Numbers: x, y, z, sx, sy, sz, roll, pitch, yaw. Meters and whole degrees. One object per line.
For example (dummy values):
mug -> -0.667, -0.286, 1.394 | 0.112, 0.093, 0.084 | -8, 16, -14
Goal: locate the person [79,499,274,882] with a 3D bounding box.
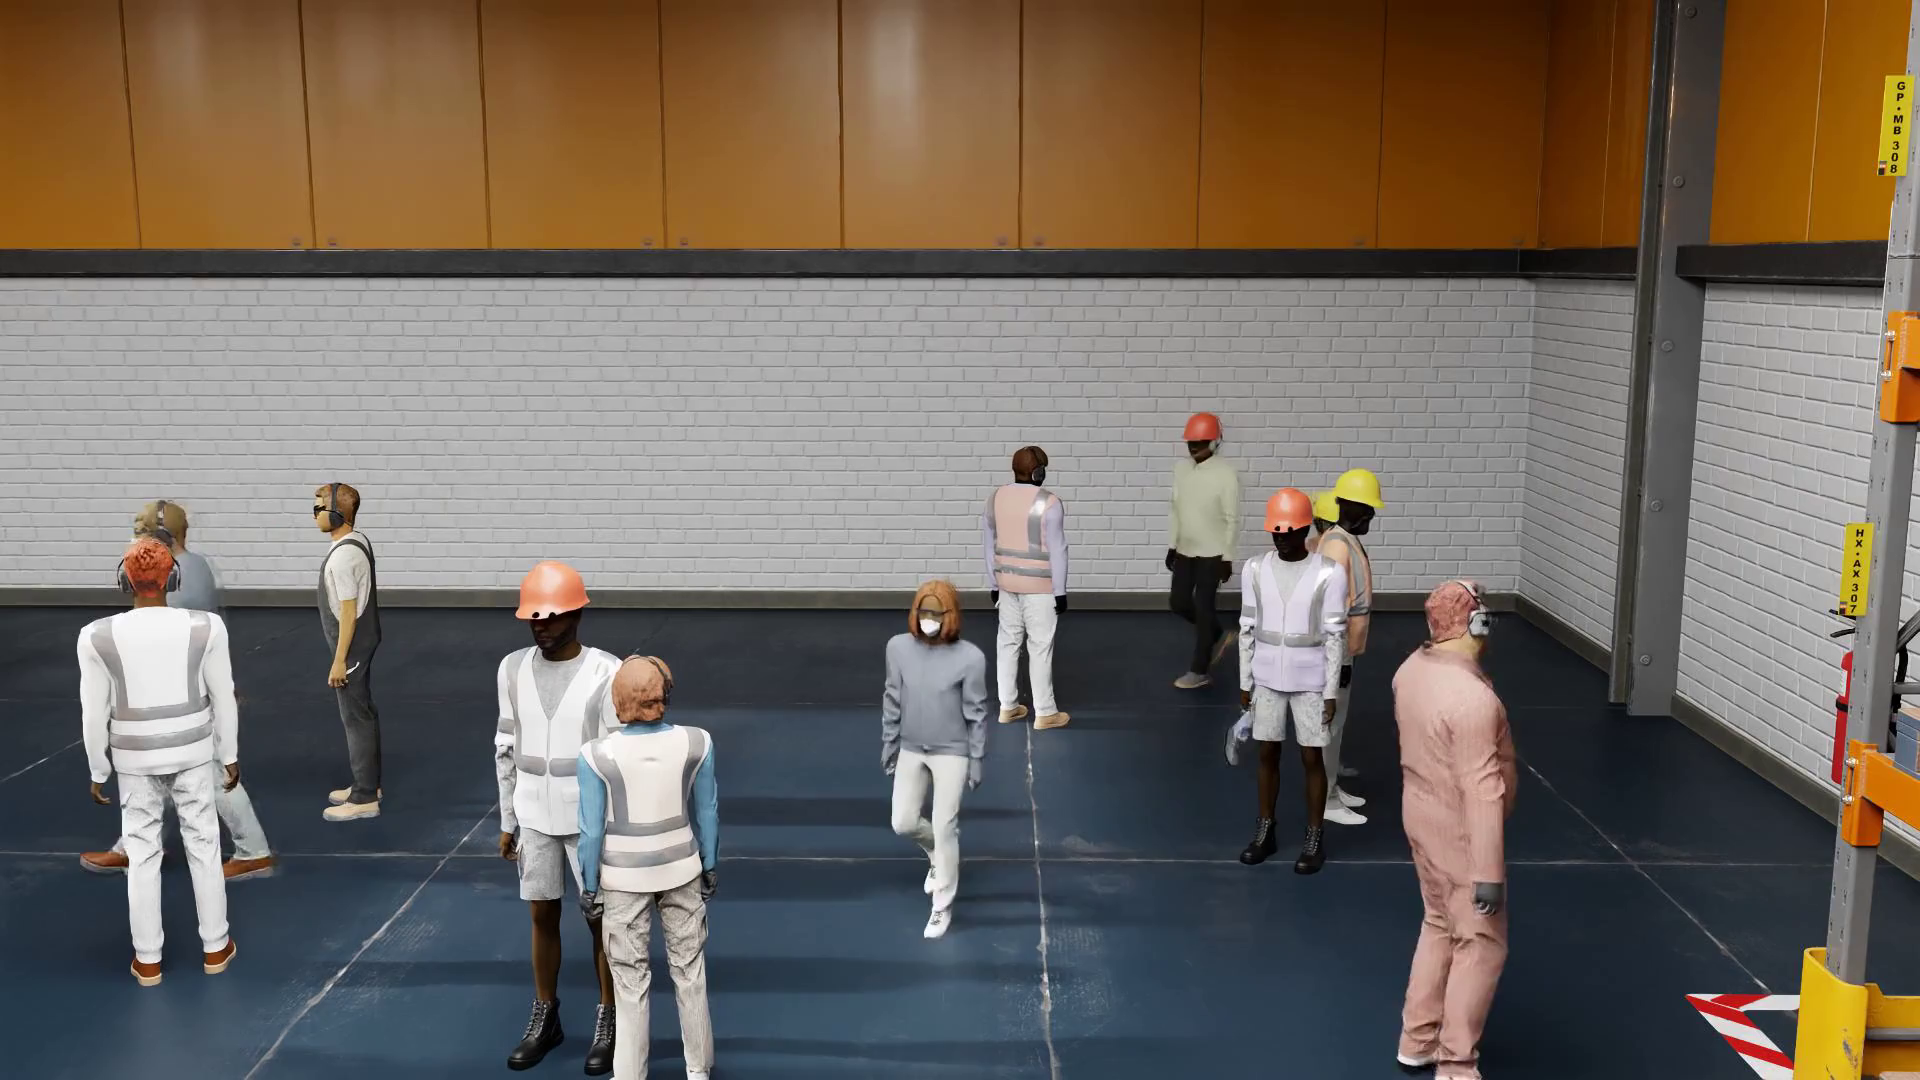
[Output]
person -> -3.838, 0.747, 8.068 | 0.929, 1.892, 0.652 | -2, 10, -13

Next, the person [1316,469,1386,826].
person -> 2.089, 0.566, 9.042 | 0.383, 1.921, 0.585 | 3, 10, 15

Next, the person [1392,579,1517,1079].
person -> 1.821, 1.094, 6.042 | 0.413, 1.879, 0.750 | -1, 10, -6

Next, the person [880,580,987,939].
person -> -0.098, 0.962, 7.563 | 0.514, 1.615, 0.461 | 4, 10, 24

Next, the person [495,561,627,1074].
person -> -1.475, 1.032, 6.202 | 0.548, 1.938, 0.358 | 2, 10, 9

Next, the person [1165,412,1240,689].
person -> 1.769, 0.063, 11.889 | 0.608, 1.976, 0.630 | -7, 12, -37

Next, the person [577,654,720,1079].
person -> -1.109, 1.222, 5.961 | 0.522, 1.636, 0.311 | -5, 11, -26

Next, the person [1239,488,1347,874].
person -> 1.625, 0.695, 8.252 | 0.538, 1.929, 0.382 | 5, 11, 28

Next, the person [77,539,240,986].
person -> -3.341, 0.927, 6.988 | 0.584, 1.882, 0.346 | -5, 11, -26

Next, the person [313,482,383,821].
person -> -3.338, 0.600, 9.062 | 0.345, 1.846, 0.508 | -2, 10, -12

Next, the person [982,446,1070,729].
person -> 0.451, 0.305, 10.840 | 0.621, 1.845, 0.430 | 8, 12, 39

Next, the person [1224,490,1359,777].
person -> 1.968, 0.536, 9.811 | 0.737, 1.728, 0.557 | 7, 12, 38
